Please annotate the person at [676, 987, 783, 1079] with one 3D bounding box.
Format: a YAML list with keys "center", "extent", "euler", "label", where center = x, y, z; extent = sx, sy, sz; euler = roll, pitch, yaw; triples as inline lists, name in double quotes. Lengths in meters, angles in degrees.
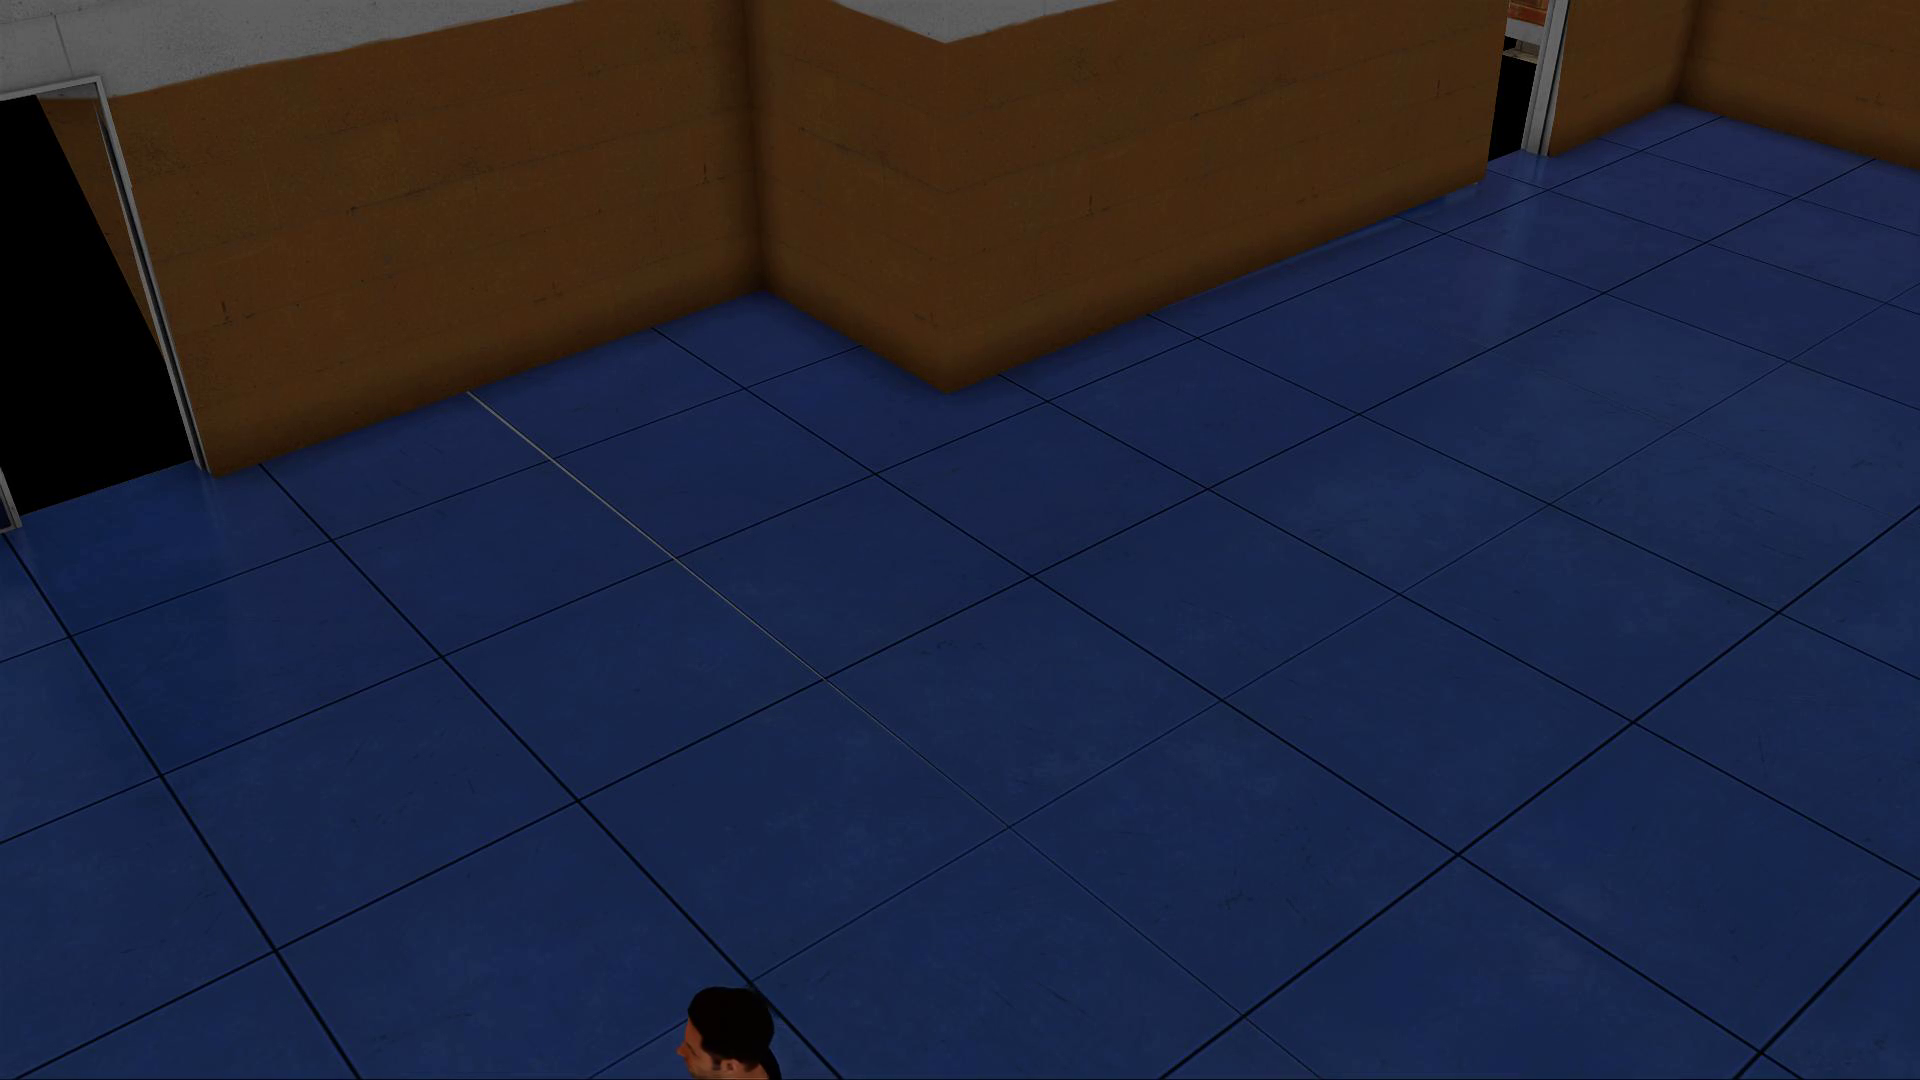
- center: [-0.547, 1.862, 4.436]
  extent: [0.783, 1.856, 0.623]
  euler: [-8, 35, -12]
  label: "person"
